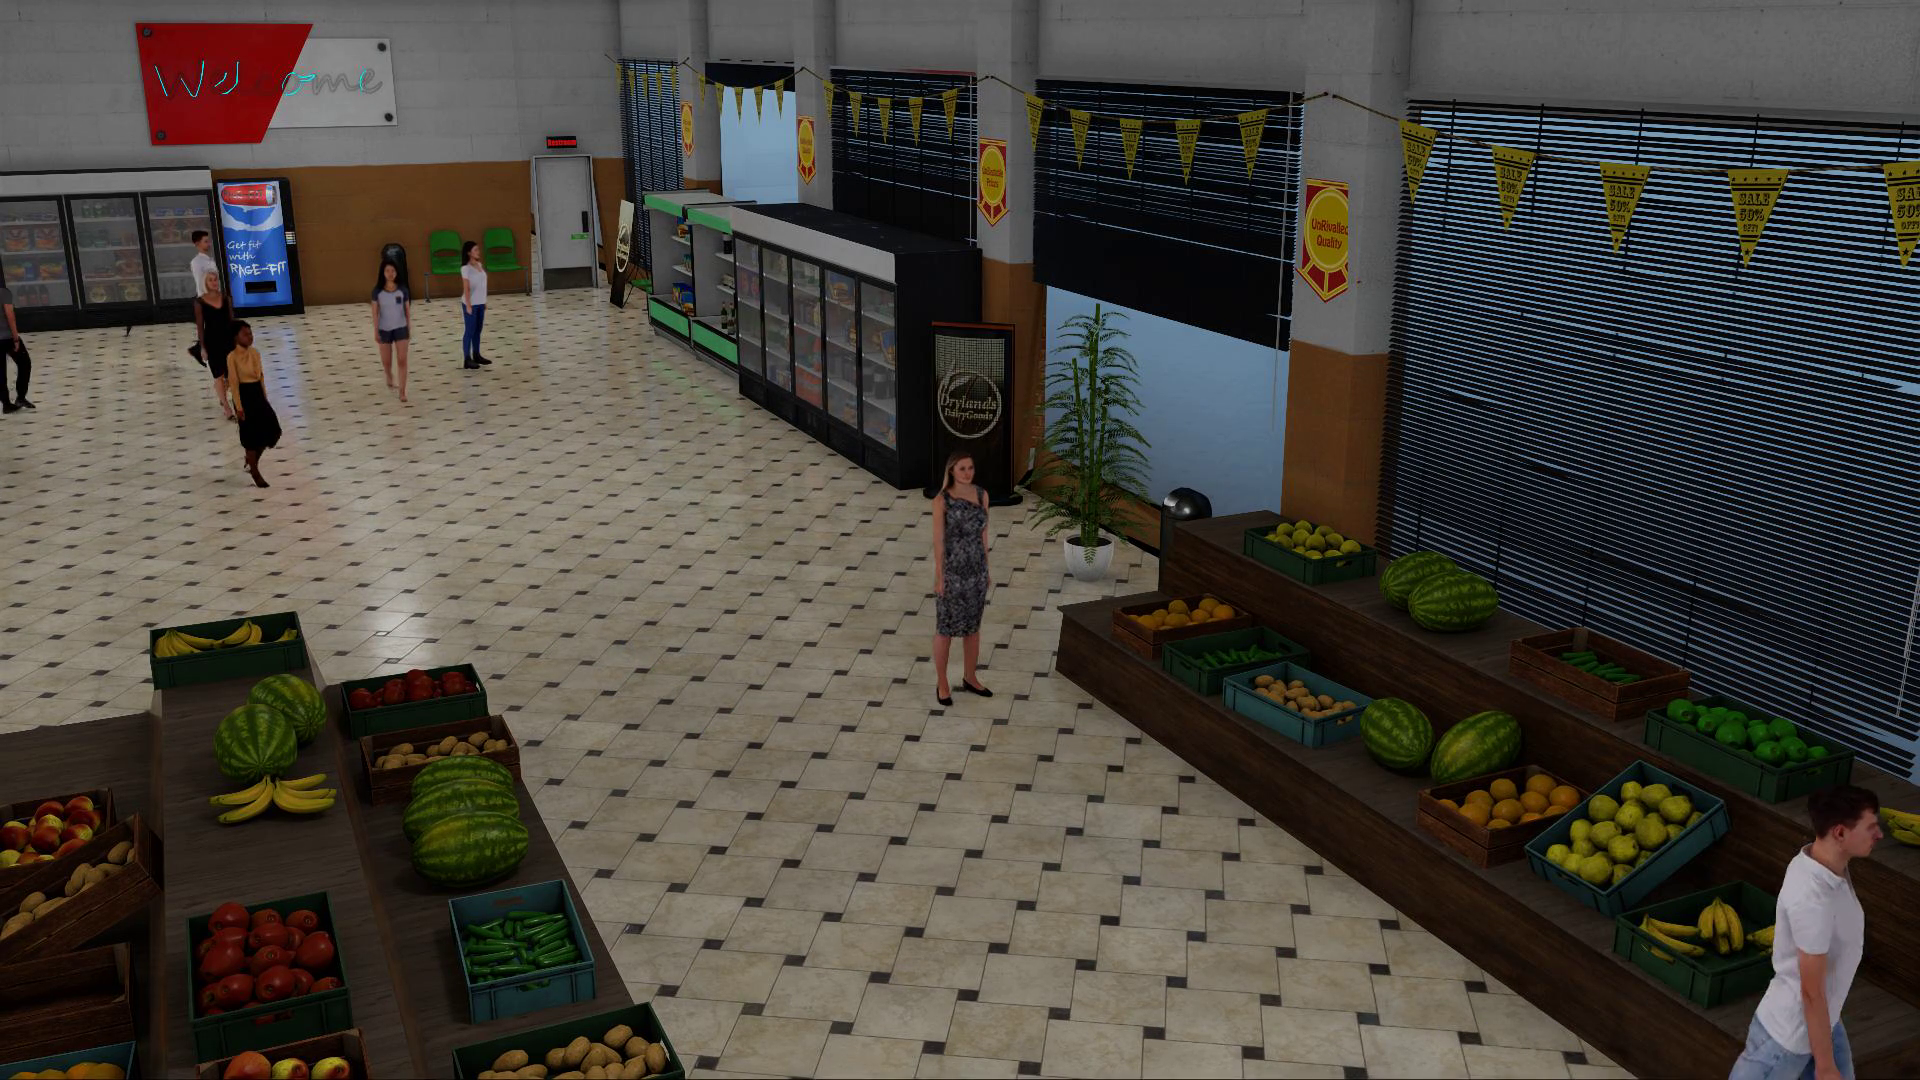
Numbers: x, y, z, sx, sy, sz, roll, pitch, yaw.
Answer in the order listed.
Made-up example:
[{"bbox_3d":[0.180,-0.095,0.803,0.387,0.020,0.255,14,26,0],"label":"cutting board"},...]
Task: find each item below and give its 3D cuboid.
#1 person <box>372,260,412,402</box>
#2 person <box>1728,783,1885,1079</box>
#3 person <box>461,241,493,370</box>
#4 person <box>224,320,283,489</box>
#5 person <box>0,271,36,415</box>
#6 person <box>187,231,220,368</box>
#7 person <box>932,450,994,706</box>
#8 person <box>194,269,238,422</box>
[{"bbox_3d":[-6.865,-2.543,20.134,0.627,1.688,0.910,-6,18,-20],"label":"person"},{"bbox_3d":[2.844,1.720,5.888,1.329,1.809,1.046,13,21,36],"label":"person"},{"bbox_3d":[-6.434,-3.092,21.966,0.768,1.676,0.690,4,17,12],"label":"person"},{"bbox_3d":[-6.945,-1.313,16.156,0.831,1.647,0.770,7,18,21],"label":"person"},{"bbox_3d":[-11.182,-2.323,19.314,0.728,1.745,0.748,1,17,2],"label":"person"},{"bbox_3d":[-9.869,-3.091,21.673,0.894,1.844,0.936,0,17,-1],"label":"person"},{"bbox_3d":[0.003,0.226,10.988,0.568,1.705,0.501,-9,19,-27],"label":"person"},{"bbox_3d":[-8.512,-2.238,19.050,0.853,1.736,0.758,15,23,41],"label":"person"}]
